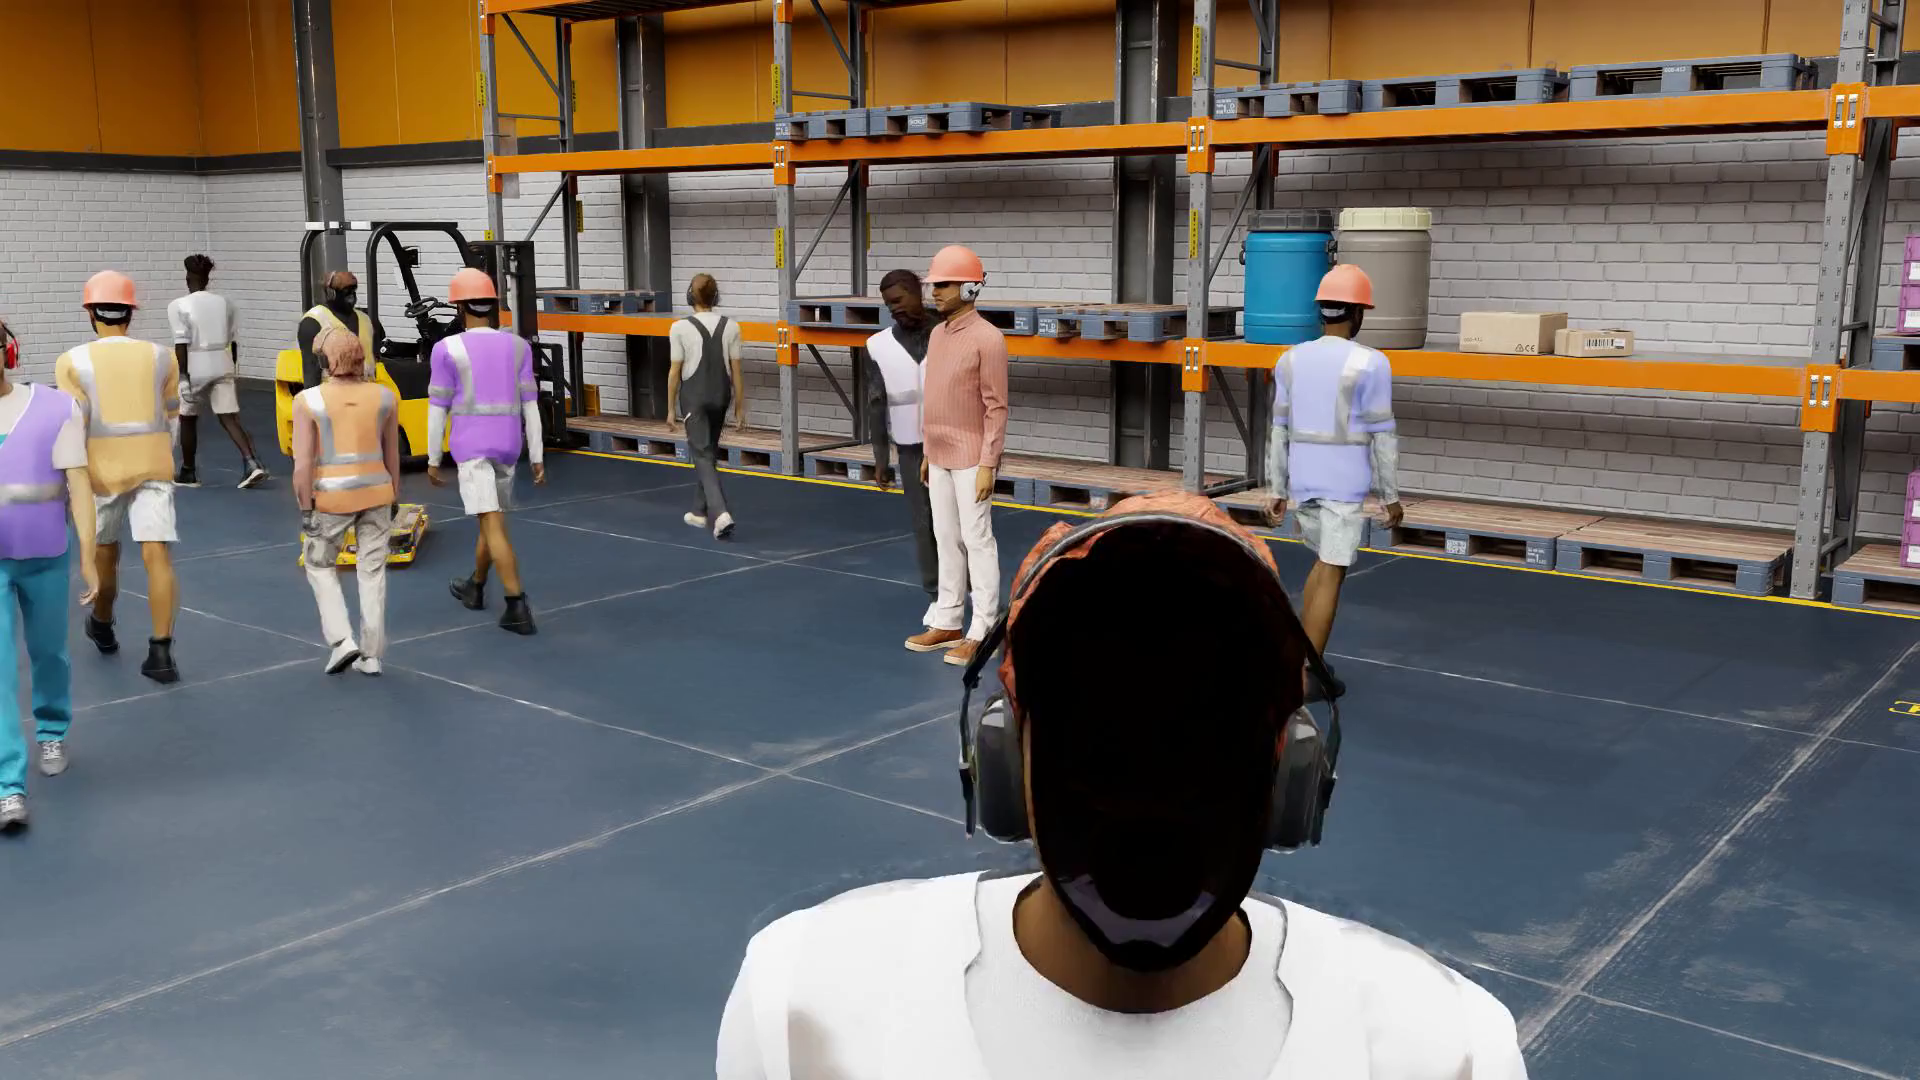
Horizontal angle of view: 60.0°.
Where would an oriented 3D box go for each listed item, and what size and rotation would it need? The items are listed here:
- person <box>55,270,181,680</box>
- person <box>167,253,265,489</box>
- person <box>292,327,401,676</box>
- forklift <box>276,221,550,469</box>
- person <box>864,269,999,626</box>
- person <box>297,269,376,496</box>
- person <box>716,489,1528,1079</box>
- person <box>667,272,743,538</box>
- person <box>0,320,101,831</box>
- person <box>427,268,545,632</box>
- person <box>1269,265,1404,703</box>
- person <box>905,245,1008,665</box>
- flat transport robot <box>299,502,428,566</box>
[{"bbox_3d":[-3.942,-0.320,7.845,0.543,1.870,1.036,-7,13,-35],"label":"person"},{"bbox_3d":[-6.083,-1.360,13.511,0.918,1.926,0.600,8,13,36],"label":"person"},{"bbox_3d":[-2.812,-0.163,7.672,0.522,1.627,0.365,-8,13,-39],"label":"person"},{"bbox_3d":[-4.922,-1.741,14.854,1.214,2.155,2.313,8,13,38],"label":"forklift"},{"bbox_3d":[-0.153,-0.473,8.727,0.704,1.875,0.420,1,10,5],"label":"person"},{"bbox_3d":[-4.437,-1.013,11.864,0.613,1.824,0.631,5,11,24],"label":"person"},{"bbox_3d":[0.104,0.857,1.358,0.613,1.868,0.655,1,10,5],"label":"person"},{"bbox_3d":[-1.737,-0.929,11.437,0.523,1.810,0.924,-6,12,-30],"label":"person"},{"bbox_3d":[-3.411,0.068,5.965,0.569,1.792,1.009,-6,12,-29],"label":"person"},{"bbox_3d":[-2.518,-0.482,8.788,0.546,1.884,1.009,-9,14,-42],"label":"person"},{"bbox_3d":[1.671,-0.241,7.333,0.590,1.914,0.551,-8,13,-39],"label":"person"},{"bbox_3d":[-0.008,-0.405,8.004,0.377,1.995,0.608,-7,12,-33],"label":"person"},{"bbox_3d":[-3.867,-0.056,10.845,0.652,0.197,1.431,-2,11,-13],"label":"flat transport robot"}]
